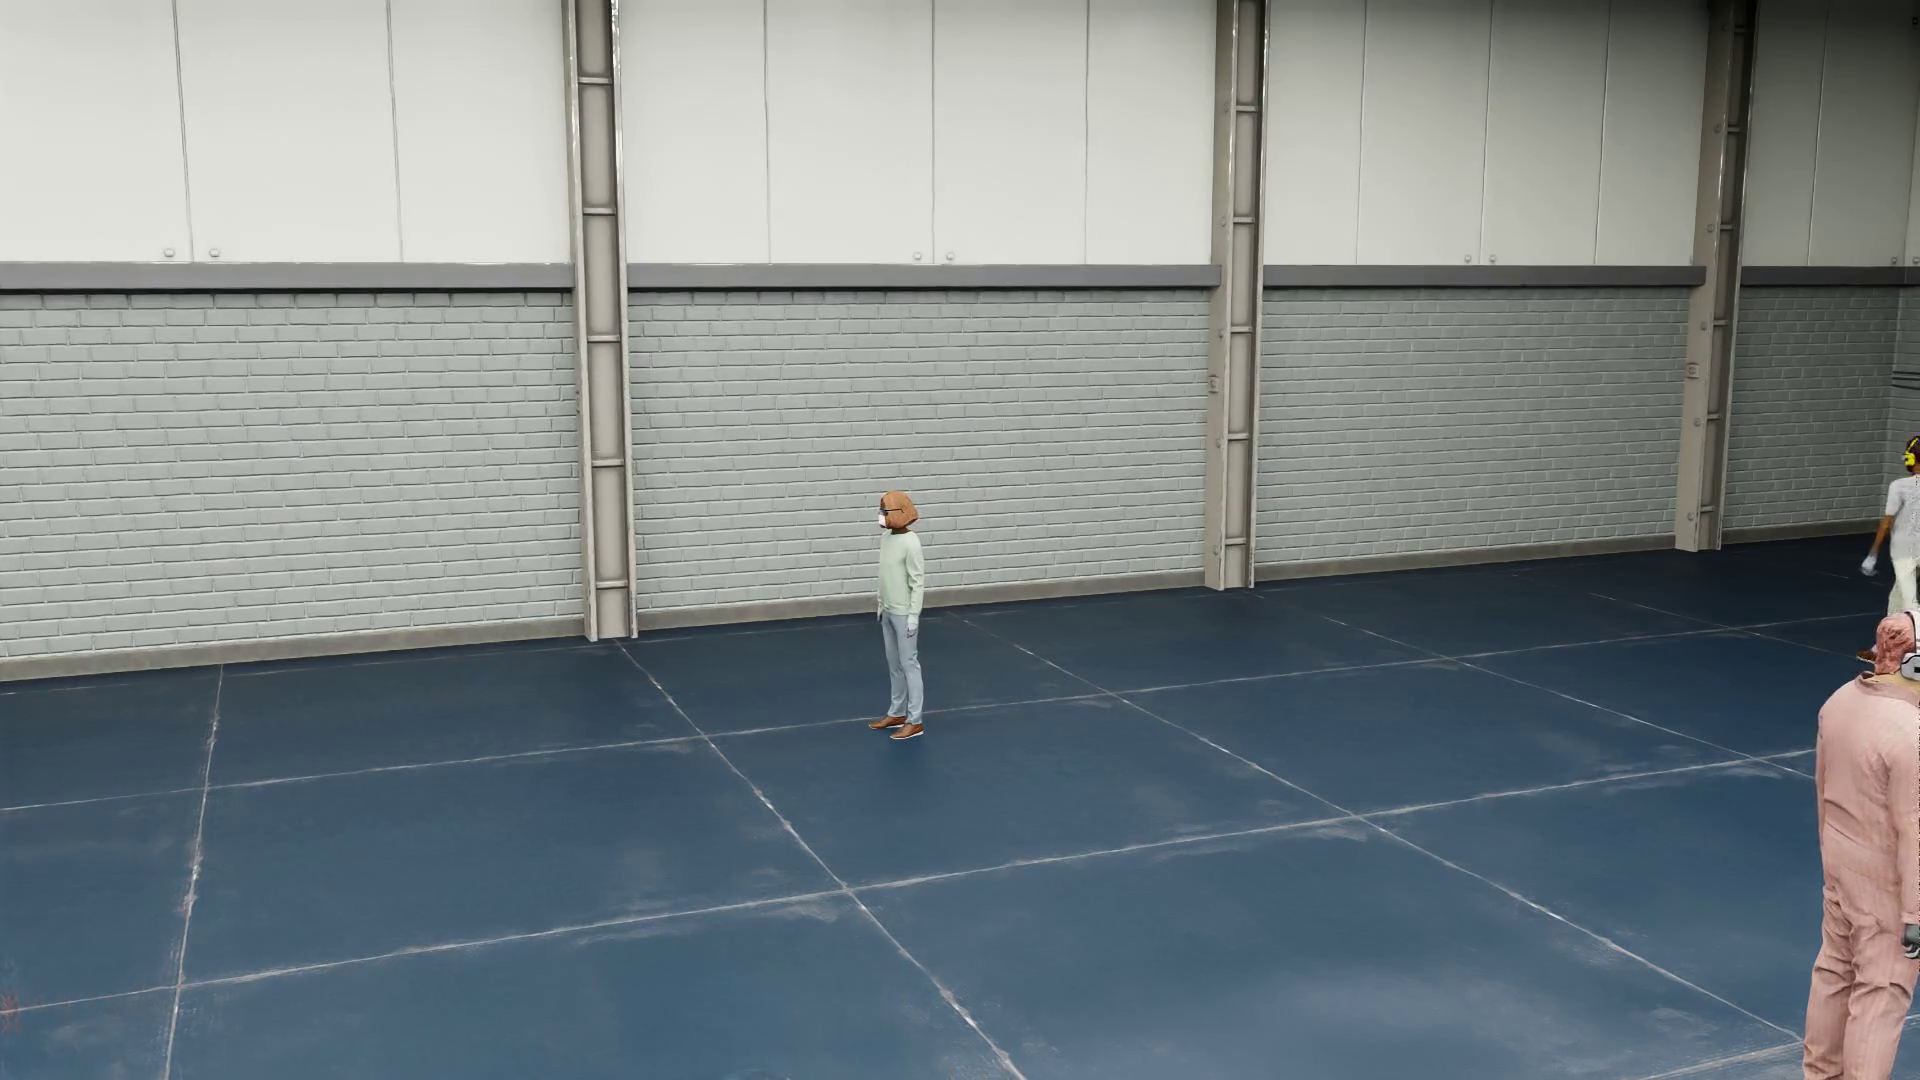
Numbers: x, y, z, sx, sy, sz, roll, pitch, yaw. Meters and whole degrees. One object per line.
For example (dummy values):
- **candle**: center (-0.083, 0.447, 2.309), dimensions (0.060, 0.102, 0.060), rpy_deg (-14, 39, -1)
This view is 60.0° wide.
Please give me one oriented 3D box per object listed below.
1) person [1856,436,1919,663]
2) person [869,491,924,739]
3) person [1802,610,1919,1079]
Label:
- **person**: center (7.202, 0.131, 12.579), dimensions (0.536, 1.830, 0.951), rpy_deg (-3, 9, -16)
- **person**: center (-0.408, 0.485, 10.942), dimensions (0.265, 1.632, 0.509), rpy_deg (-5, 10, -28)
- **person**: center (3.206, 1.177, 5.745), dimensions (0.401, 1.906, 0.649), rpy_deg (1, 9, 3)
